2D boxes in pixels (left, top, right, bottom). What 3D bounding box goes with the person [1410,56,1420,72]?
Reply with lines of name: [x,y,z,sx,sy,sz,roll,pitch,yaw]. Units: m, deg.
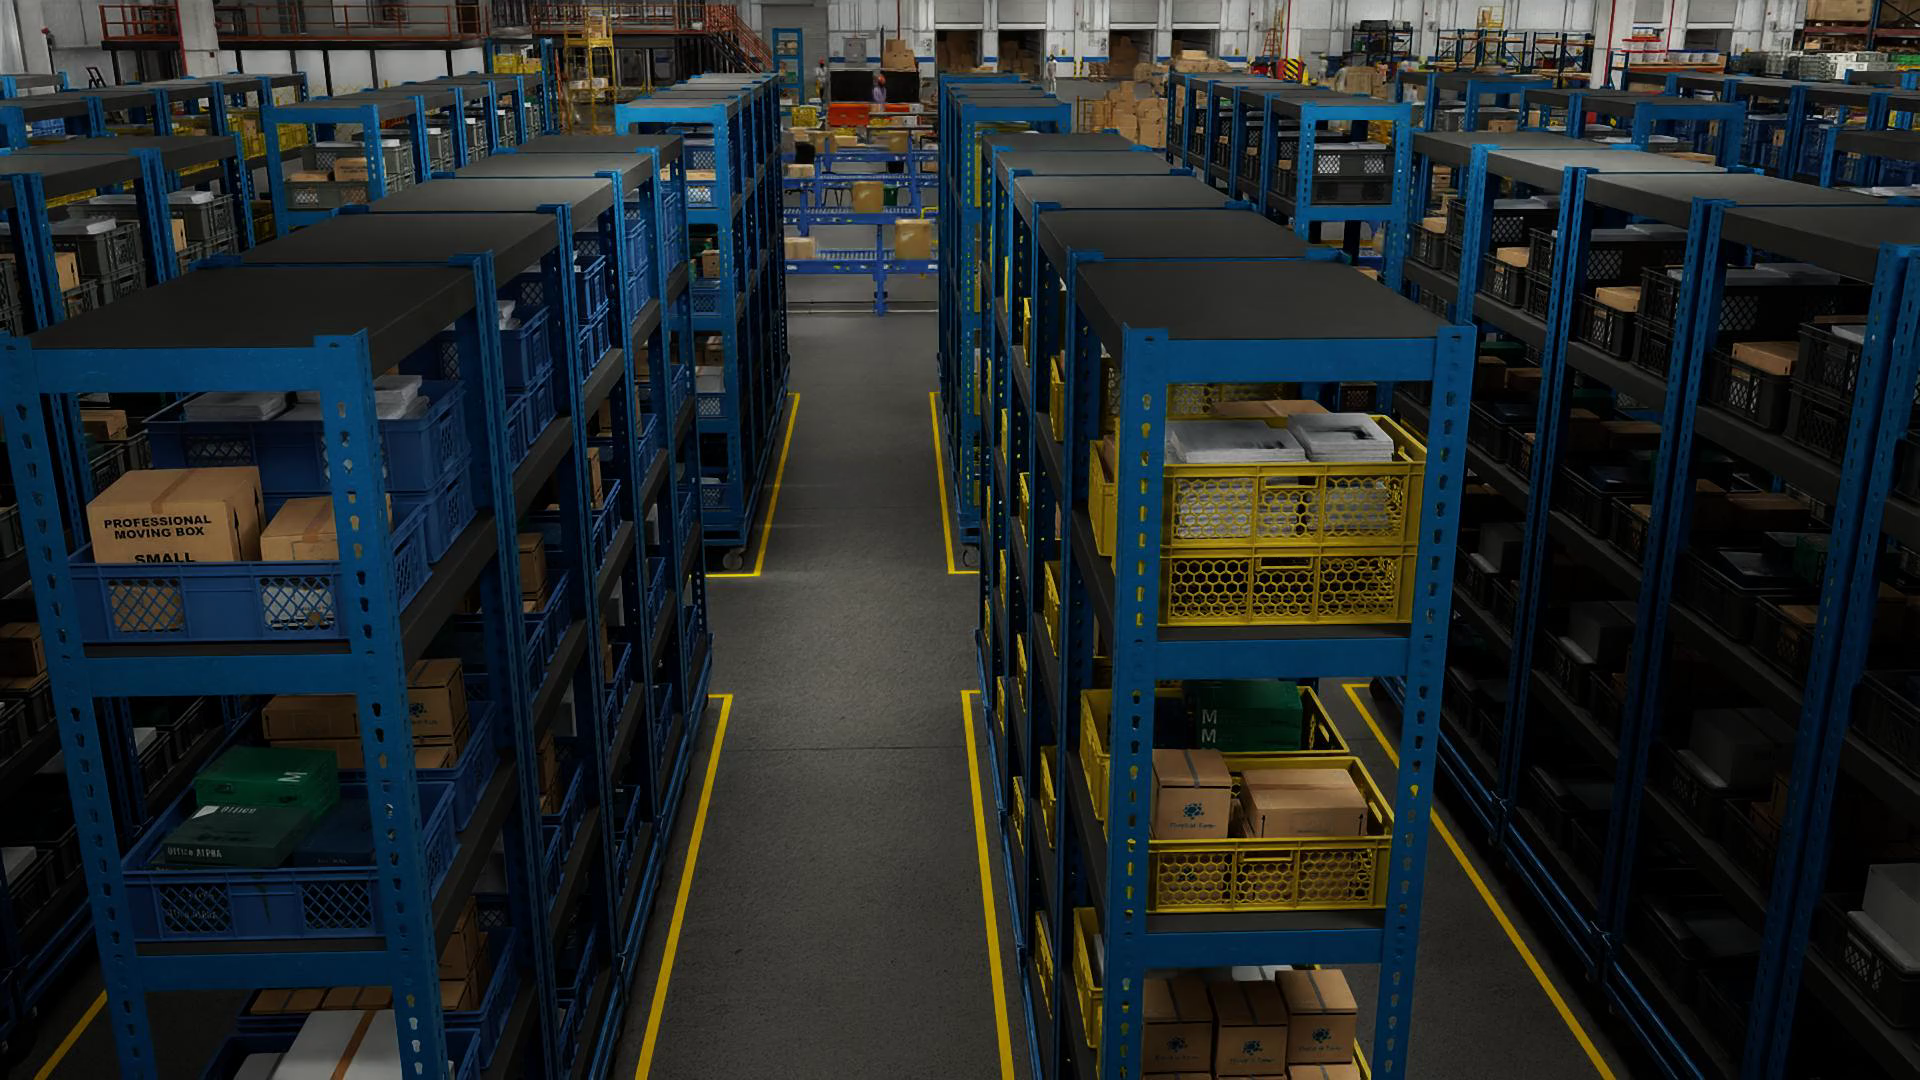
person: [21.511,-21.973,78.851,1.005,1.896,0.645,-10,20,-28]

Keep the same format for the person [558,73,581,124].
person: [-14.462,-16.224,61.165,1.020,1.831,0.593,-1,18,-3]

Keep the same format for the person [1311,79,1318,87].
person: [12.339,-15.203,58.094,0.330,1.768,0.526,11,21,31]

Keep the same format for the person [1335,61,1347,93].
person: [17.037,-20.356,73.948,0.910,1.831,0.529,14,23,37]

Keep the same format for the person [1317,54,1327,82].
person: [19.030,-24.684,87.495,0.518,1.716,0.701,-4,18,-13]

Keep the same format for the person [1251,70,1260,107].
person: [10.556,-15.768,59.475,0.377,1.995,0.608,-12,21,-32]

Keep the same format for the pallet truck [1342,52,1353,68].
pallet truck: [18.794,-23.123,82.231,0.823,1.965,1.885,-13,22,-35]

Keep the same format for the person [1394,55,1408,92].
person: [22.080,-23.168,82.672,0.801,1.811,0.622,8,20,23]

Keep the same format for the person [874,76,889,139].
person: [-2.564,-14.158,54.443,0.411,2.023,0.614,13,22,34]

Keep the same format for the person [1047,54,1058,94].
person: [4.423,-22.411,80.123,0.372,1.940,0.631,-16,24,-41]

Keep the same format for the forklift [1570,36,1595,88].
forklift: [29.604,-22.031,77.440,1.873,2.768,1.129,-1,18,-2]

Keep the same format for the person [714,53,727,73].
person: [-12.755,-25.059,88.552,0.631,1.802,0.940,-16,24,-40]

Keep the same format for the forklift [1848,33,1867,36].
forklift: [46.106,-24.701,85.701,1.129,2.768,1.873,-1,18,-2]

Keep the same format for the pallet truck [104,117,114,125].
pallet truck: [-18.367,-7.885,35.078,1.885,1.965,0.823,1,18,2]

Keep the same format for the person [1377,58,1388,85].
person: [20.762,-22.824,81.803,0.533,1.690,0.322,-1,18,-4]

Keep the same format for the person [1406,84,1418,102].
person: [15.379,-14.842,56.891,0.551,1.819,0.604,10,21,29]

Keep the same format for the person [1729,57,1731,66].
person: [37.430,-22.720,81.228,0.514,1.843,0.327,6,19,17]

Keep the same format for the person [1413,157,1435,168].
person: [10.750,-8.842,38.419,0.544,1.752,0.443,2,18,7]

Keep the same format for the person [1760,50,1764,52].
person: [41.795,-24.610,86.929,0.548,1.937,0.379,-9,20,-25]

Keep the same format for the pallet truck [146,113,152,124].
pallet truck: [-18.087,-8.309,36.390,1.885,1.965,0.823,-1,18,-4]

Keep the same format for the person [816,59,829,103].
person: [-6.051,-20.317,73.694,0.550,1.905,0.901,-12,21,-32]

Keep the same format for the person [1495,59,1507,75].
person: [24.538,-21.000,75.944,1.099,1.843,0.572,11,21,31]

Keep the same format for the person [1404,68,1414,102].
person: [17.184,-17.097,63.694,0.400,1.926,0.566,15,23,39]

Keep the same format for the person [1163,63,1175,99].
person: [8.303,-17.718,65.438,0.689,2.000,0.539,-3,18,-9]
